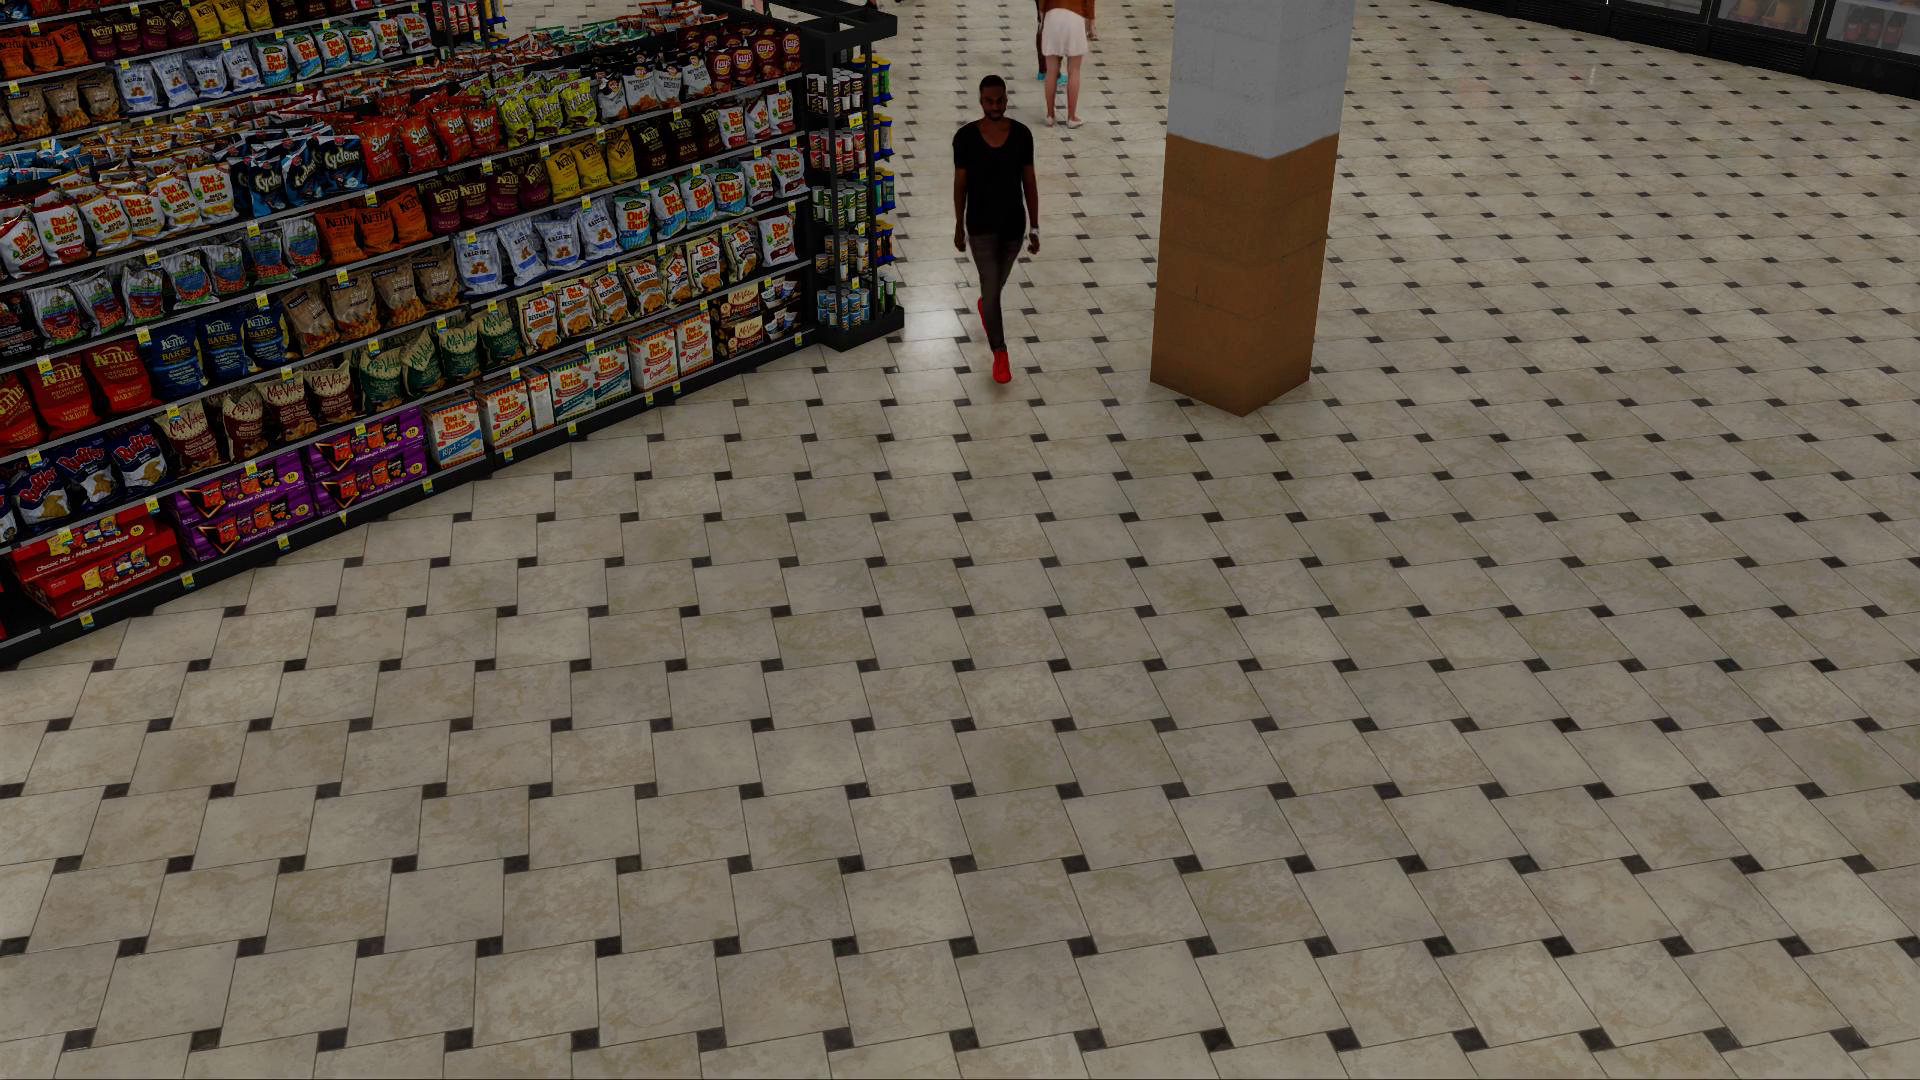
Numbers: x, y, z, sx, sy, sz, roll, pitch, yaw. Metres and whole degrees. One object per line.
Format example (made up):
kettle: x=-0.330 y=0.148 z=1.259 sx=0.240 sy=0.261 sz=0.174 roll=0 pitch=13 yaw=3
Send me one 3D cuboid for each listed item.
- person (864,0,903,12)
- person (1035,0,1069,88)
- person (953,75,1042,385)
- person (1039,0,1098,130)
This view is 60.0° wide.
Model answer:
person: x=-0.834 y=-6.377 z=17.132 sx=0.777 sy=1.835 sz=1.073 roll=21 pitch=38 yaw=30
person: x=0.769 y=-4.977 z=14.990 sx=0.620 sy=1.721 sz=0.626 roll=-21 pitch=38 yaw=-30
person: x=0.199 y=-1.933 z=10.047 sx=1.248 sy=1.776 sz=1.199 roll=-6 pitch=32 yaw=-10
person: x=0.884 y=-4.329 z=13.951 sx=0.719 sy=1.719 sz=0.711 roll=6 pitch=32 yaw=10
